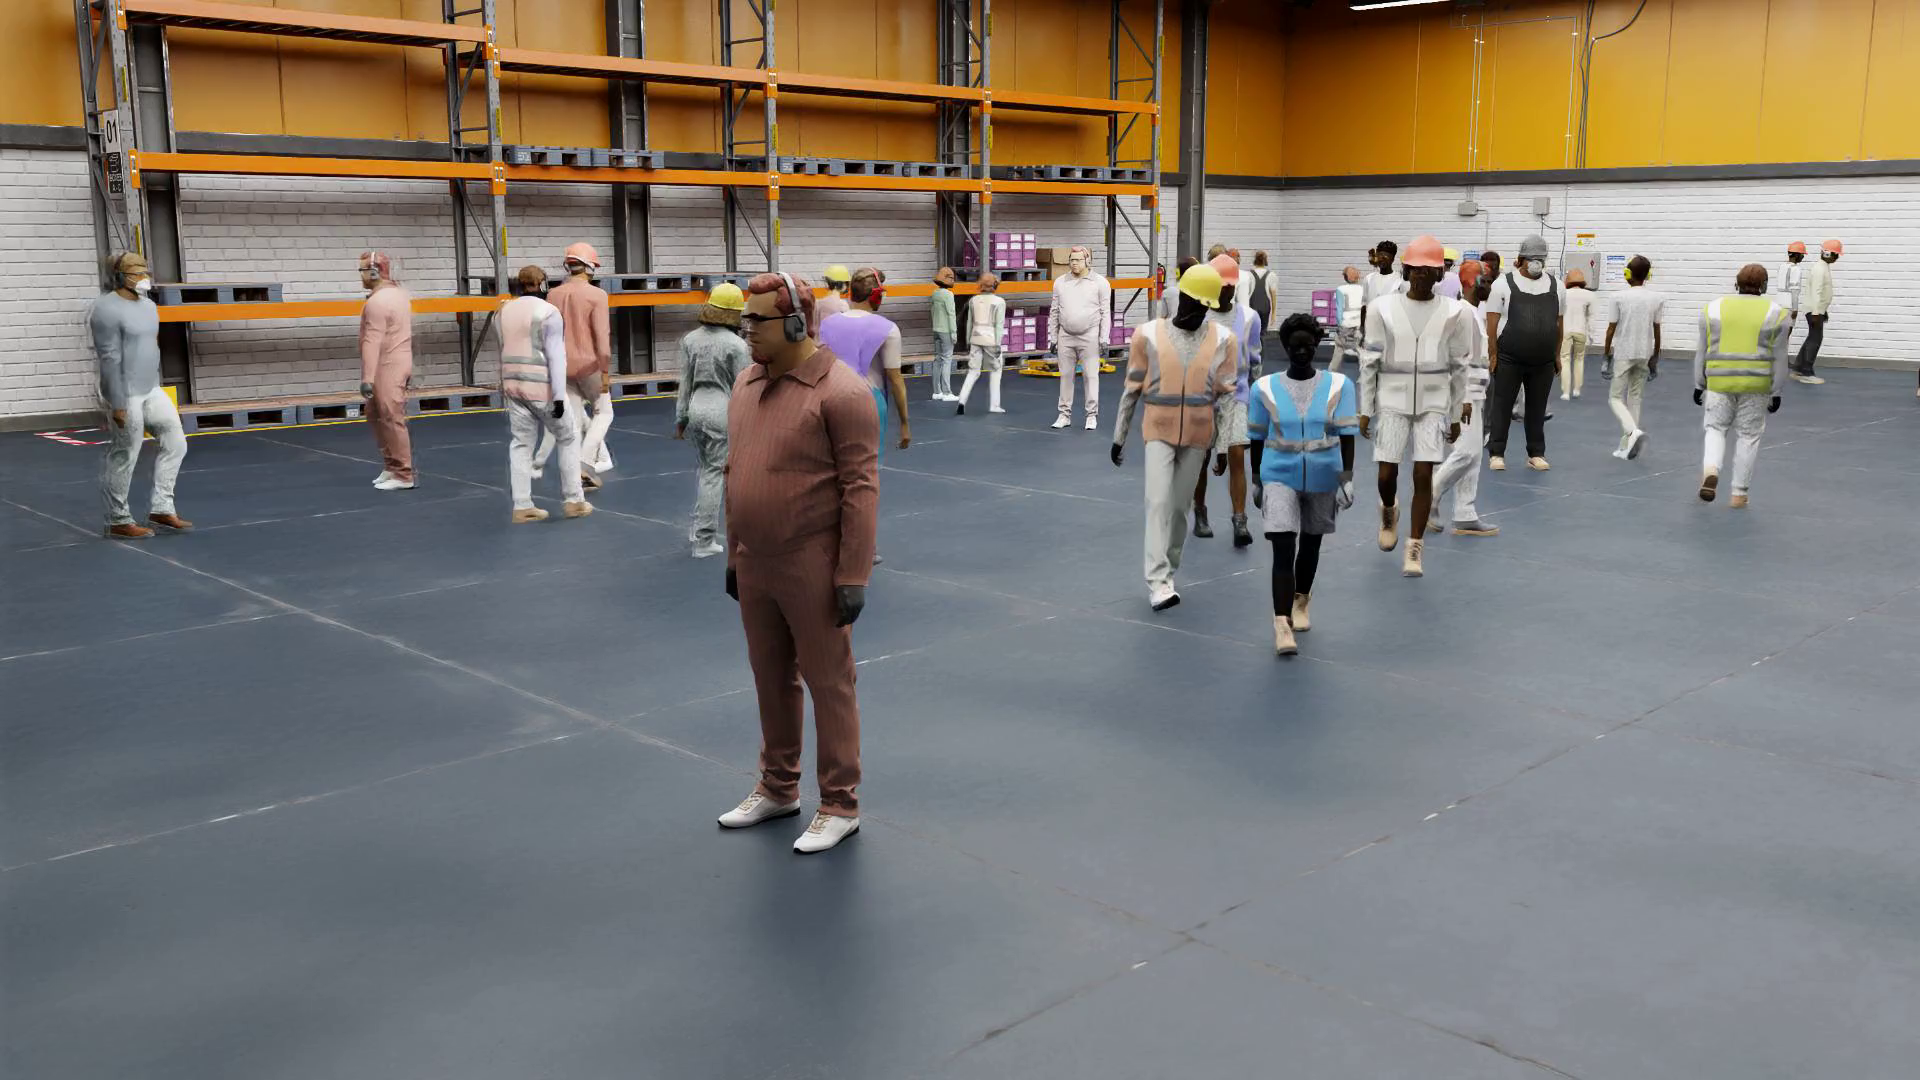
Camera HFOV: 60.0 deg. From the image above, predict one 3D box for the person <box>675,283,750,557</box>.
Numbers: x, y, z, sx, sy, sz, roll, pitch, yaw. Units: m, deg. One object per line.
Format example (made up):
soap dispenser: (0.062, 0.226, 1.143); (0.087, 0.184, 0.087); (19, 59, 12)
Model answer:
person: (-1.527, -0.756, 10.527); (0.513, 1.714, 0.520); (5, 12, 27)

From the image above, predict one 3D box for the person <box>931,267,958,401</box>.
person: (-0.186, -2.524, 20.426); (0.289, 1.632, 0.497); (-6, 12, -29)

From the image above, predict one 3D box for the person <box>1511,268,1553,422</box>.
person: (6.132, -2.116, 17.752); (0.626, 1.788, 0.890); (-4, 11, -23)

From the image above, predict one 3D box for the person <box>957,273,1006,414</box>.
person: (0.225, -2.207, 18.801); (0.529, 1.608, 0.685); (7, 12, 33)

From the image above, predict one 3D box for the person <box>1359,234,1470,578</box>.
person: (2.727, -0.814, 10.014); (0.623, 2.031, 0.663); (2, 11, 12)

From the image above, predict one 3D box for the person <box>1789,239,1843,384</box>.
person: (11.757, -3.140, 22.870); (0.576, 1.967, 0.752); (6, 12, 31)

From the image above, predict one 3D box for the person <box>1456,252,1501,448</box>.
person: (5.050, -1.834, 16.026); (0.617, 1.859, 1.022); (2, 11, 13)

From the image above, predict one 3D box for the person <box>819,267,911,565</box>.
person: (-0.554, -0.751, 10.225); (0.609, 1.821, 0.617); (7, 12, 33)

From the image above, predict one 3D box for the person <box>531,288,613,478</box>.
person: (-3.338, -1.318, 13.969); (0.873, 1.583, 0.521); (-5, 12, -25)

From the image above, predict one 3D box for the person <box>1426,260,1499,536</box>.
person: (3.383, -0.949, 11.226); (0.568, 1.857, 0.665); (5, 12, 26)

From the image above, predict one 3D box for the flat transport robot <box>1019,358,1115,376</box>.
flat transport robot: (1.562, -2.528, 24.159); (0.652, 0.197, 1.431); (10, 14, 42)

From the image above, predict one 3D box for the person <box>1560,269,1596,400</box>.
person: (7.572, -2.549, 20.615); (0.503, 1.607, 0.666); (2, 11, 11)

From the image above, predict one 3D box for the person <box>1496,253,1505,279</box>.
person: (6.752, -2.775, 21.347); (0.636, 1.798, 0.605); (-1, 10, -5)

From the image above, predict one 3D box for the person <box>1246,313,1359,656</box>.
person: (1.679, -0.291, 8.205); (0.531, 1.647, 0.894); (1, 10, 6)

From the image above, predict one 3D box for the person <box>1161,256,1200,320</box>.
person: (2.179, -1.861, 16.323); (0.538, 1.826, 0.965); (3, 11, 14)

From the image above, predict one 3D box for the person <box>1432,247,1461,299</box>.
person: (6.043, -2.681, 20.606); (0.579, 1.889, 0.915); (-3, 11, -14)

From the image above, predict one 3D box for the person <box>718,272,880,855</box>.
person: (-0.566, 0.077, 5.495); (0.650, 1.904, 0.401); (9, 14, 41)

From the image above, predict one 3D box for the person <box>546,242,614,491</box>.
person: (-2.980, -1.355, 13.128); (0.611, 1.965, 0.503); (4, 11, 20)

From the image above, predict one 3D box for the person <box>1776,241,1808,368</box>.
person: (12.663, -3.579, 25.370); (0.380, 1.929, 0.542); (0, 10, -1)

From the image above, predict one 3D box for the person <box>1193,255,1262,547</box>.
person: (1.705, -0.897, 10.847); (0.601, 1.887, 0.945); (0, 10, -1)

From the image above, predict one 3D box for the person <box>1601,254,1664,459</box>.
person: (6.024, -1.612, 14.850); (0.519, 1.858, 0.639); (0, 10, -1)

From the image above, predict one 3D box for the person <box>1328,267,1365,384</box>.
person: (5.369, -2.953, 22.876); (0.535, 1.588, 0.874); (-3, 11, -18)

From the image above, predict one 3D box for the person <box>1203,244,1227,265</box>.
person: (4.355, -4.104, 28.410); (0.661, 1.877, 0.722); (-4, 11, -21)

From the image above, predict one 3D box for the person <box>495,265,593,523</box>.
person: (-2.975, -1.044, 11.867); (0.641, 1.807, 0.715); (5, 12, 27)

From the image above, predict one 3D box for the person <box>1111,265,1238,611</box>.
person: (1.169, -0.550, 9.035); (0.671, 1.857, 0.910); (0, 10, 0)

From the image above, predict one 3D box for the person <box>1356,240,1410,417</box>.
person: (4.670, -2.315, 18.372); (0.607, 1.966, 0.367); (10, 14, 43)

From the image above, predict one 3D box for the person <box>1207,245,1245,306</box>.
person: (3.088, -2.568, 19.900); (0.636, 1.916, 0.765); (1, 10, 8)

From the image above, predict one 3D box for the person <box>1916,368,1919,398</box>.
person: (12.072, -2.580, 20.553); (0.317, 1.696, 0.538); (3, 11, 16)

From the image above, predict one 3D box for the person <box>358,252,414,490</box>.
person: (-4.610, -1.328, 13.191); (0.529, 1.887, 0.677); (-1, 10, -3)

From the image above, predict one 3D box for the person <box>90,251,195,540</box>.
person: (-5.422, -0.943, 11.020); (0.658, 1.913, 0.657); (1, 10, 5)

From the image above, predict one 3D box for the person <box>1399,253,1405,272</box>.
person: (7.422, -3.904, 27.662); (0.525, 1.735, 0.507); (-2, 11, -11)

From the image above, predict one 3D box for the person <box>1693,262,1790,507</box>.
person: (5.766, -1.132, 12.312); (0.643, 1.824, 0.539); (7, 12, 32)

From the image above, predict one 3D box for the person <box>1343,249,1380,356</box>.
person: (6.954, -3.952, 27.765); (1.036, 1.801, 0.554); (4, 11, 20)

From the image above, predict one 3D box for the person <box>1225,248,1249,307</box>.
person: (3.726, -3.155, 23.276); (0.582, 1.853, 0.904); (-2, 11, -12)

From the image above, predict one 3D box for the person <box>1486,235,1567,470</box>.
person: (4.892, -1.610, 14.321); (0.679, 2.000, 0.537); (0, 10, 0)

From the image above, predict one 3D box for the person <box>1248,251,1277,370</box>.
person: (4.394, -3.355, 24.523); (0.529, 1.800, 0.960); (1, 10, 5)

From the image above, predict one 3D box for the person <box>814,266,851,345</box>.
person: (-1.229, -1.876, 16.669); (0.931, 1.714, 0.545); (-6, 12, -30)

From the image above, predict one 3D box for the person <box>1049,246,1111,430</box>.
person: (1.238, -2.105, 17.388); (0.654, 1.906, 0.407); (4, 11, 20)
